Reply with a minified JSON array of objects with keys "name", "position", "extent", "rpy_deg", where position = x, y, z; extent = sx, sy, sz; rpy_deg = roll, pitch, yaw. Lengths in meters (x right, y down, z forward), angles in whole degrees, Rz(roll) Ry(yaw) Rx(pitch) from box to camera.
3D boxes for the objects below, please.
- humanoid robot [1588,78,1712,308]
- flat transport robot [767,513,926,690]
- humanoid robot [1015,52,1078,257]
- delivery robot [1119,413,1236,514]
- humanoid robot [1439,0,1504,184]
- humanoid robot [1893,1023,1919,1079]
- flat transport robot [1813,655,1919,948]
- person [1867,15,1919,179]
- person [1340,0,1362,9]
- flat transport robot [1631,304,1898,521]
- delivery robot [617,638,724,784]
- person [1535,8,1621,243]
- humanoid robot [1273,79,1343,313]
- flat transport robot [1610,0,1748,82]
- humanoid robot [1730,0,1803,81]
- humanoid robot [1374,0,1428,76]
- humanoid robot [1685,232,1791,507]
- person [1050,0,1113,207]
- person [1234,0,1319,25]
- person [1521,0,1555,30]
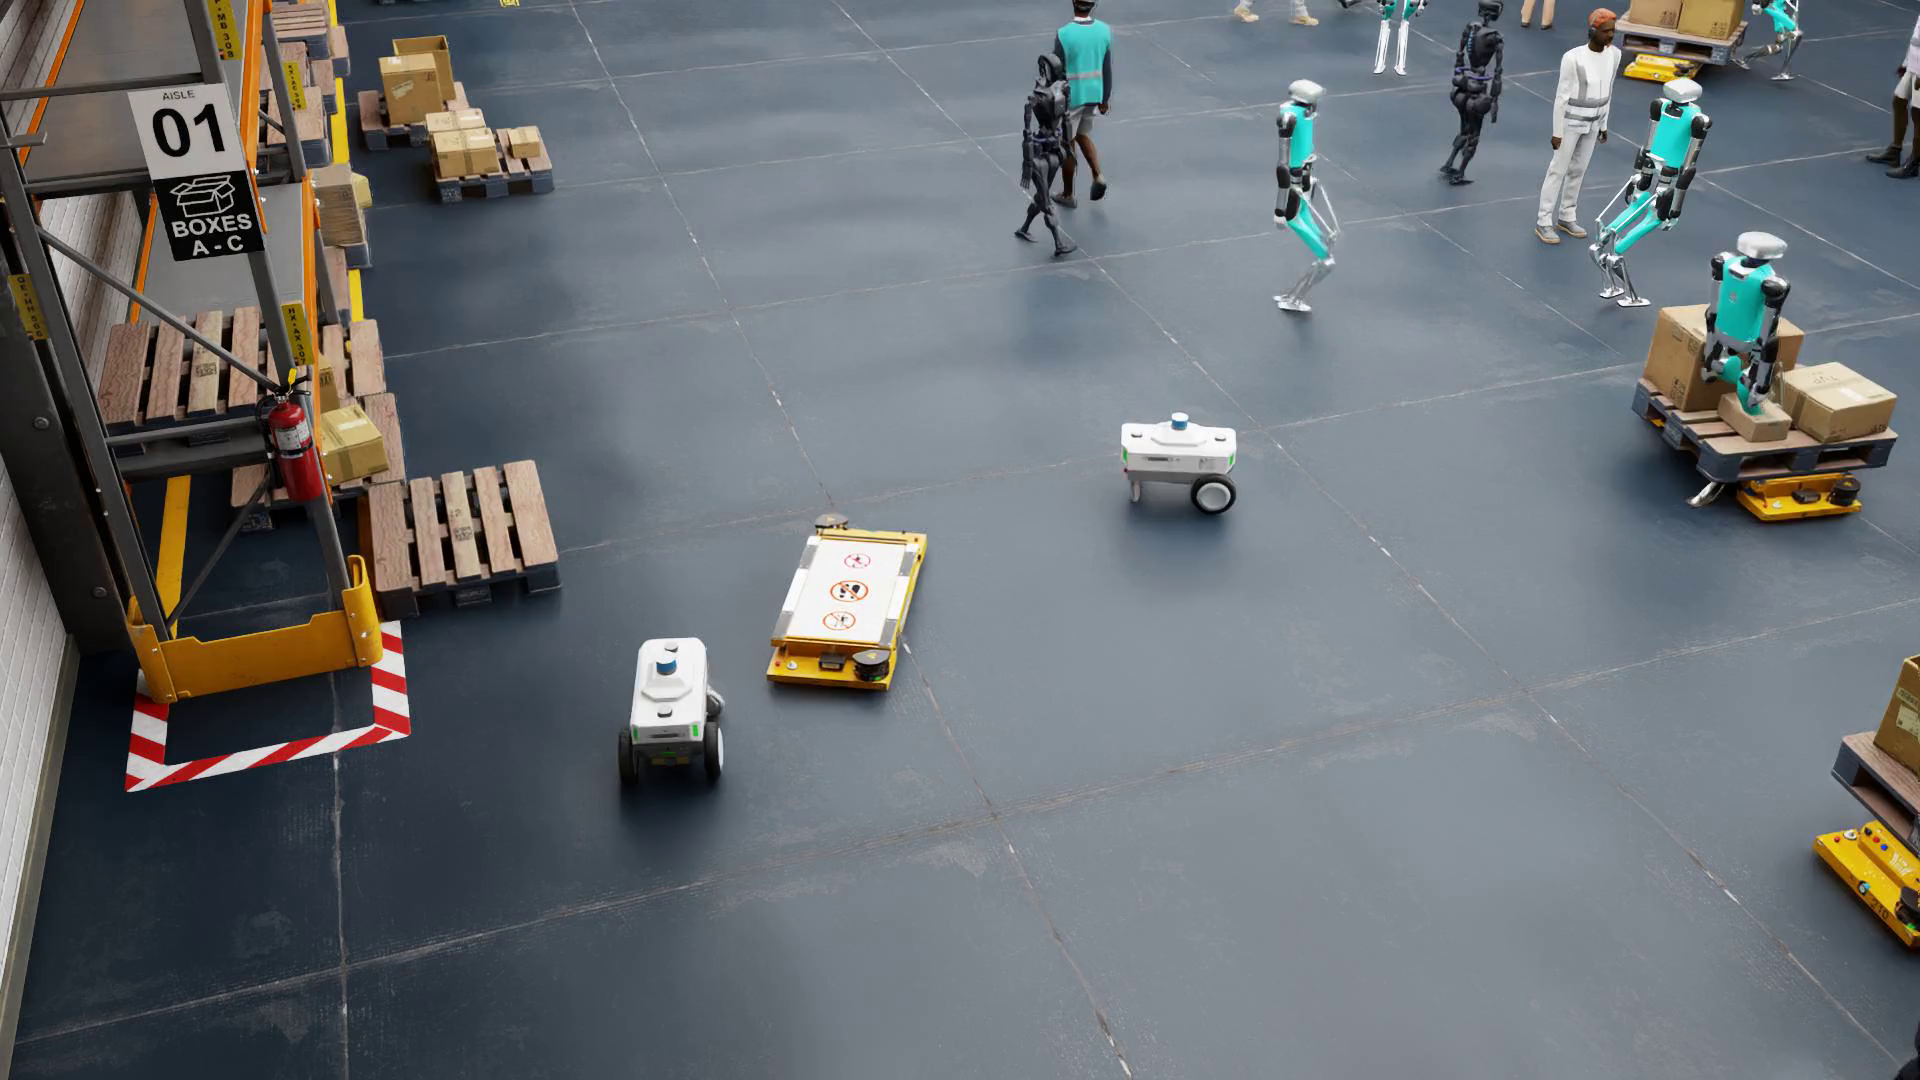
[{"name":"humanoid robot","position":[4.984,-2.524,12.264],"extent":[0.735,1.677,0.533],"rpy_deg":[-12,35,-18]},{"name":"flat transport robot","position":[-0.612,0.329,9.355],"extent":[0.659,0.231,1.431],"rpy_deg":[4,33,6]},{"name":"humanoid robot","position":[0.746,-3.113,13.384],"extent":[0.757,1.627,0.614],"rpy_deg":[27,42,35]},{"name":"delivery robot","position":[1.388,-0.505,10.388],"extent":[0.785,0.614,0.525],"rpy_deg":[3,33,4]},{"name":"humanoid robot","position":[4.533,-3.954,14.632],"extent":[0.336,1.653,0.615],"rpy_deg":[-14,36,-20]},{"name":"humanoid robot","position":[3.619,1.842,5.751],"extent":[0.612,1.647,0.395],"rpy_deg":[7,34,11]},{"name":"flat transport robot","position":[4.762,1.458,7.623],"extent":[1.431,0.231,0.659],"rpy_deg":[-8,34,-12]},{"name":"person","position":[8.591,-4.212,14.831],"extent":[0.431,1.896,0.594],"rpy_deg":[9,34,14]},{"name":"person","position":[4.629,-7.094,19.313],"extent":[0.613,1.823,0.579],"rpy_deg":[-27,41,-34]},{"name":"flat transport robot","position":[5.104,-0.583,10.753],"extent":[0.659,0.231,1.431],"rpy_deg":[-6,34,-8]},{"name":"delivery robot","position":[-1.441,0.852,8.308],"extent":[0.507,0.613,0.785],"rpy_deg":[-3,33,-4]},{"name":"person","position":[5.049,-3.362,13.537],"extent":[0.574,1.884,0.356],"rpy_deg":[-15,36,-22]},{"name":"humanoid robot","position":[2.633,-2.484,12.283],"extent":[0.695,1.760,0.539],"rpy_deg":[18,37,25]},{"name":"flat transport robot","position":[7.632,-5.190,17.818],"extent":[0.659,0.231,1.431],"rpy_deg":[19,37,26]},{"name":"humanoid robot","position":[8.483,-5.515,17.013],"extent":[0.538,1.747,1.054],"rpy_deg":[-14,36,-21]},{"name":"humanoid robot","position":[4.543,-5.647,17.052],"extent":[0.533,1.677,0.735],"rpy_deg":[6,34,10]},{"name":"humanoid robot","position":[4.923,-1.078,10.182],"extent":[0.899,1.775,0.531],"rpy_deg":[-13,35,-18]},{"name":"person","position":[1.018,-3.744,14.088],"extent":[0.595,1.915,0.482],"rpy_deg":[-19,38,-26]},{"name":"person","position":[3.636,-6.750,18.797],"extent":[0.952,1.826,0.484],"rpy_deg":[11,35,16]},{"name":"person","position":[6.654,-6.604,18.709],"extent":[0.479,1.665,0.392],"rpy_deg":[13,35,20]}]
